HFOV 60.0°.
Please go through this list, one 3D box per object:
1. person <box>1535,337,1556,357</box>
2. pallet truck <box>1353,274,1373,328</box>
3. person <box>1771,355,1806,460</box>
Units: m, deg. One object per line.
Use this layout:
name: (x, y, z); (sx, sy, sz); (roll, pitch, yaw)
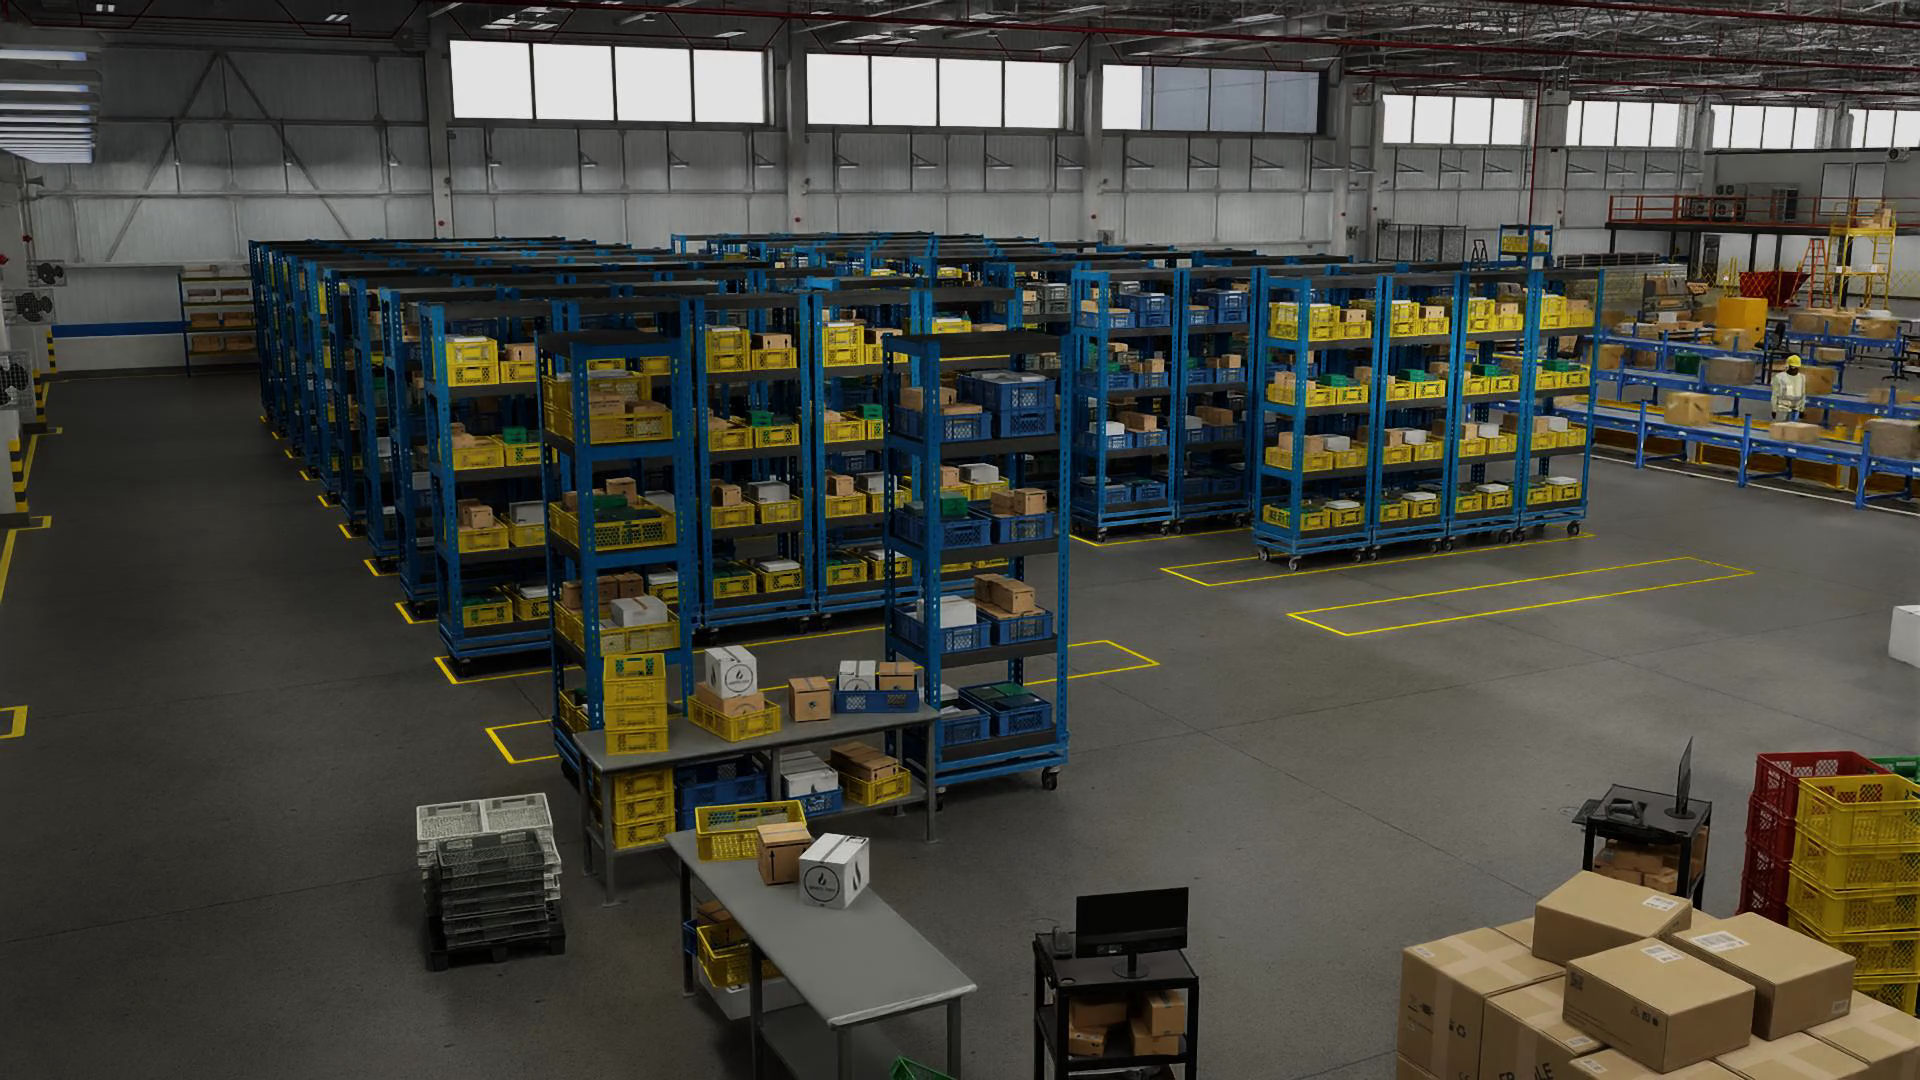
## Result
person: (14.240, -4.701, 40.435); (0.500, 1.633, 0.283); (2, 12, 10)
pallet truck: (13.011, -8.050, 55.243); (0.823, 1.965, 1.885); (-7, 14, -28)
person: (14.250, -2.271, 28.617); (0.592, 1.826, 0.403); (-1, 12, -5)
